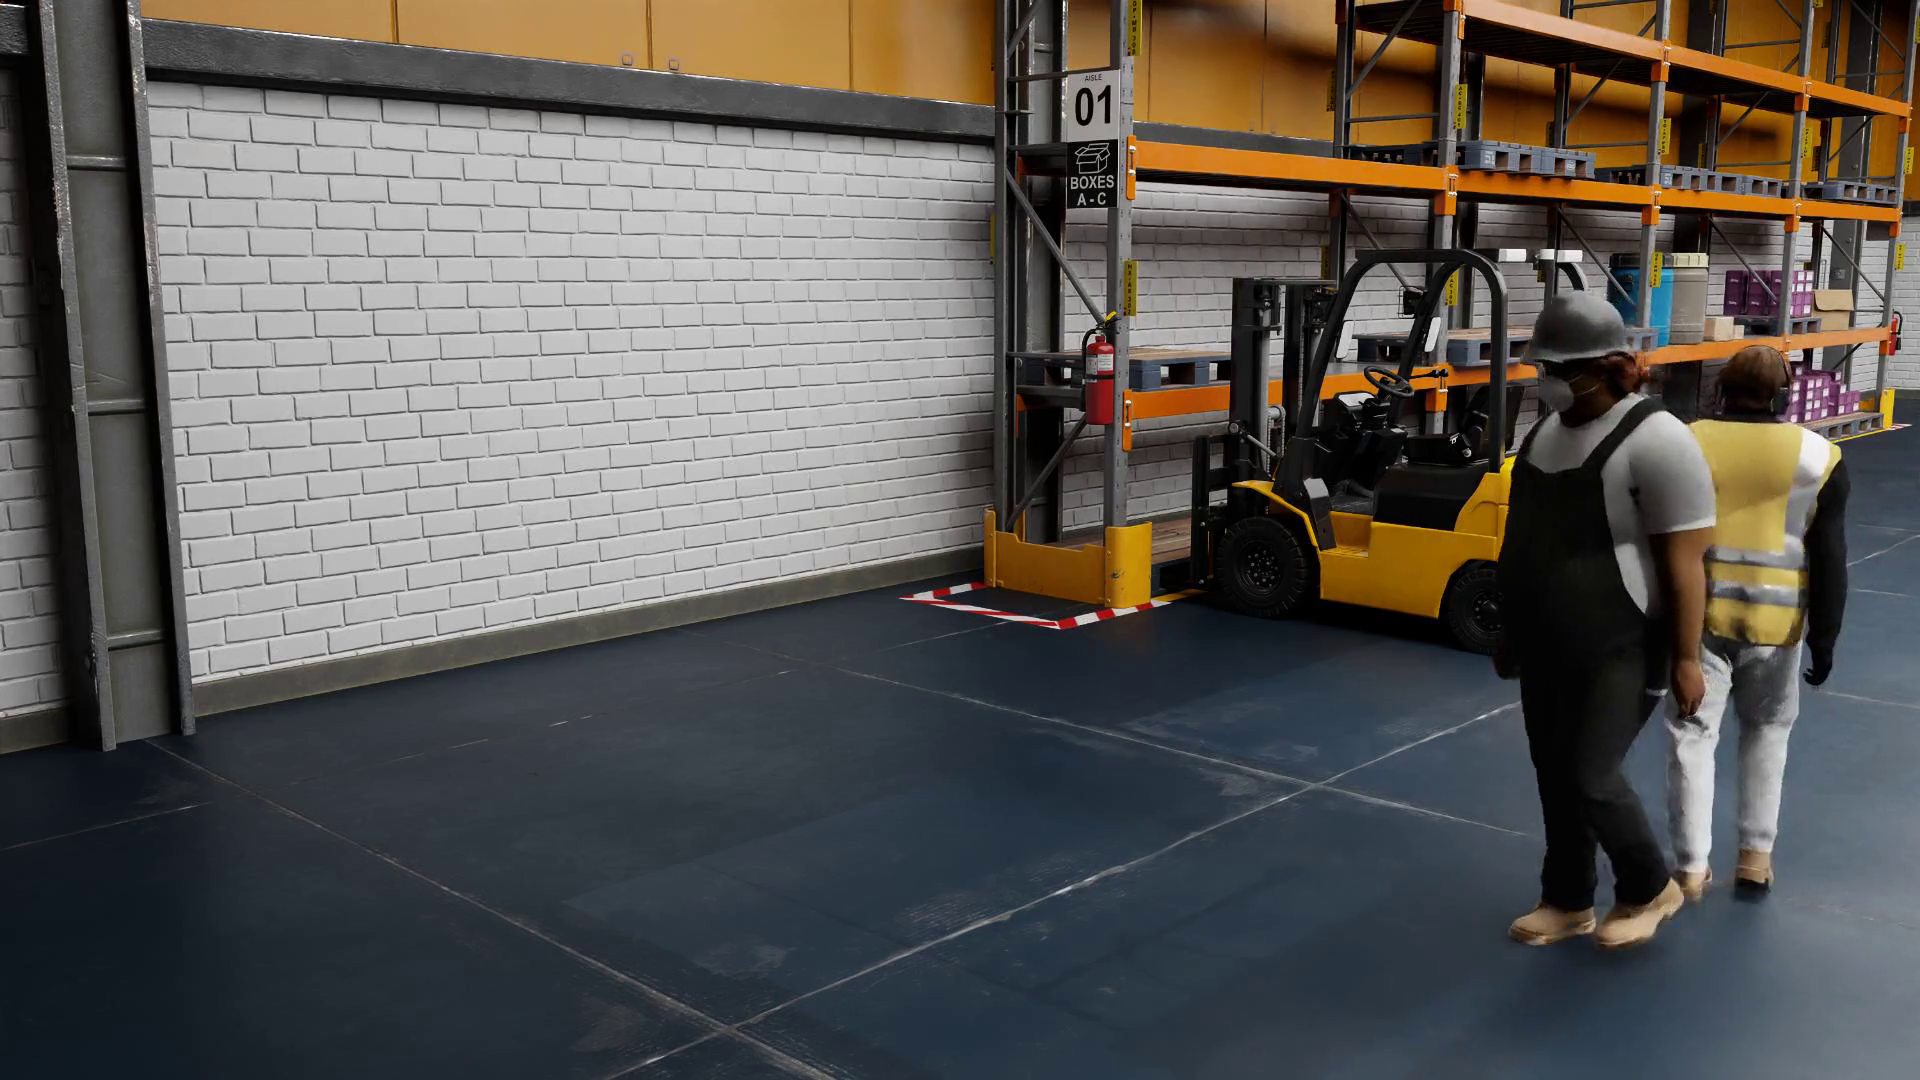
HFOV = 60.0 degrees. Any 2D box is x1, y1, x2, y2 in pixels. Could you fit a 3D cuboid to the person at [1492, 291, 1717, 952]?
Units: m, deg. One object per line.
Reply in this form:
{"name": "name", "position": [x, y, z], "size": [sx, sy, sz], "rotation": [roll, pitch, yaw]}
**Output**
{"name": "person", "position": [1.853, 0.259, 4.927], "size": [0.550, 2.000, 0.741], "rotation": [-3, 10, -19]}

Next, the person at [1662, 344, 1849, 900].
{"name": "person", "position": [2.541, 0.275, 5.487], "size": [0.645, 1.823, 0.505], "rotation": [4, 10, 24]}

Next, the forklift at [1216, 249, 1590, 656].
{"name": "forklift", "position": [2.710, -0.584, 9.626], "size": [2.313, 2.155, 1.214], "rotation": [9, 13, 43]}
